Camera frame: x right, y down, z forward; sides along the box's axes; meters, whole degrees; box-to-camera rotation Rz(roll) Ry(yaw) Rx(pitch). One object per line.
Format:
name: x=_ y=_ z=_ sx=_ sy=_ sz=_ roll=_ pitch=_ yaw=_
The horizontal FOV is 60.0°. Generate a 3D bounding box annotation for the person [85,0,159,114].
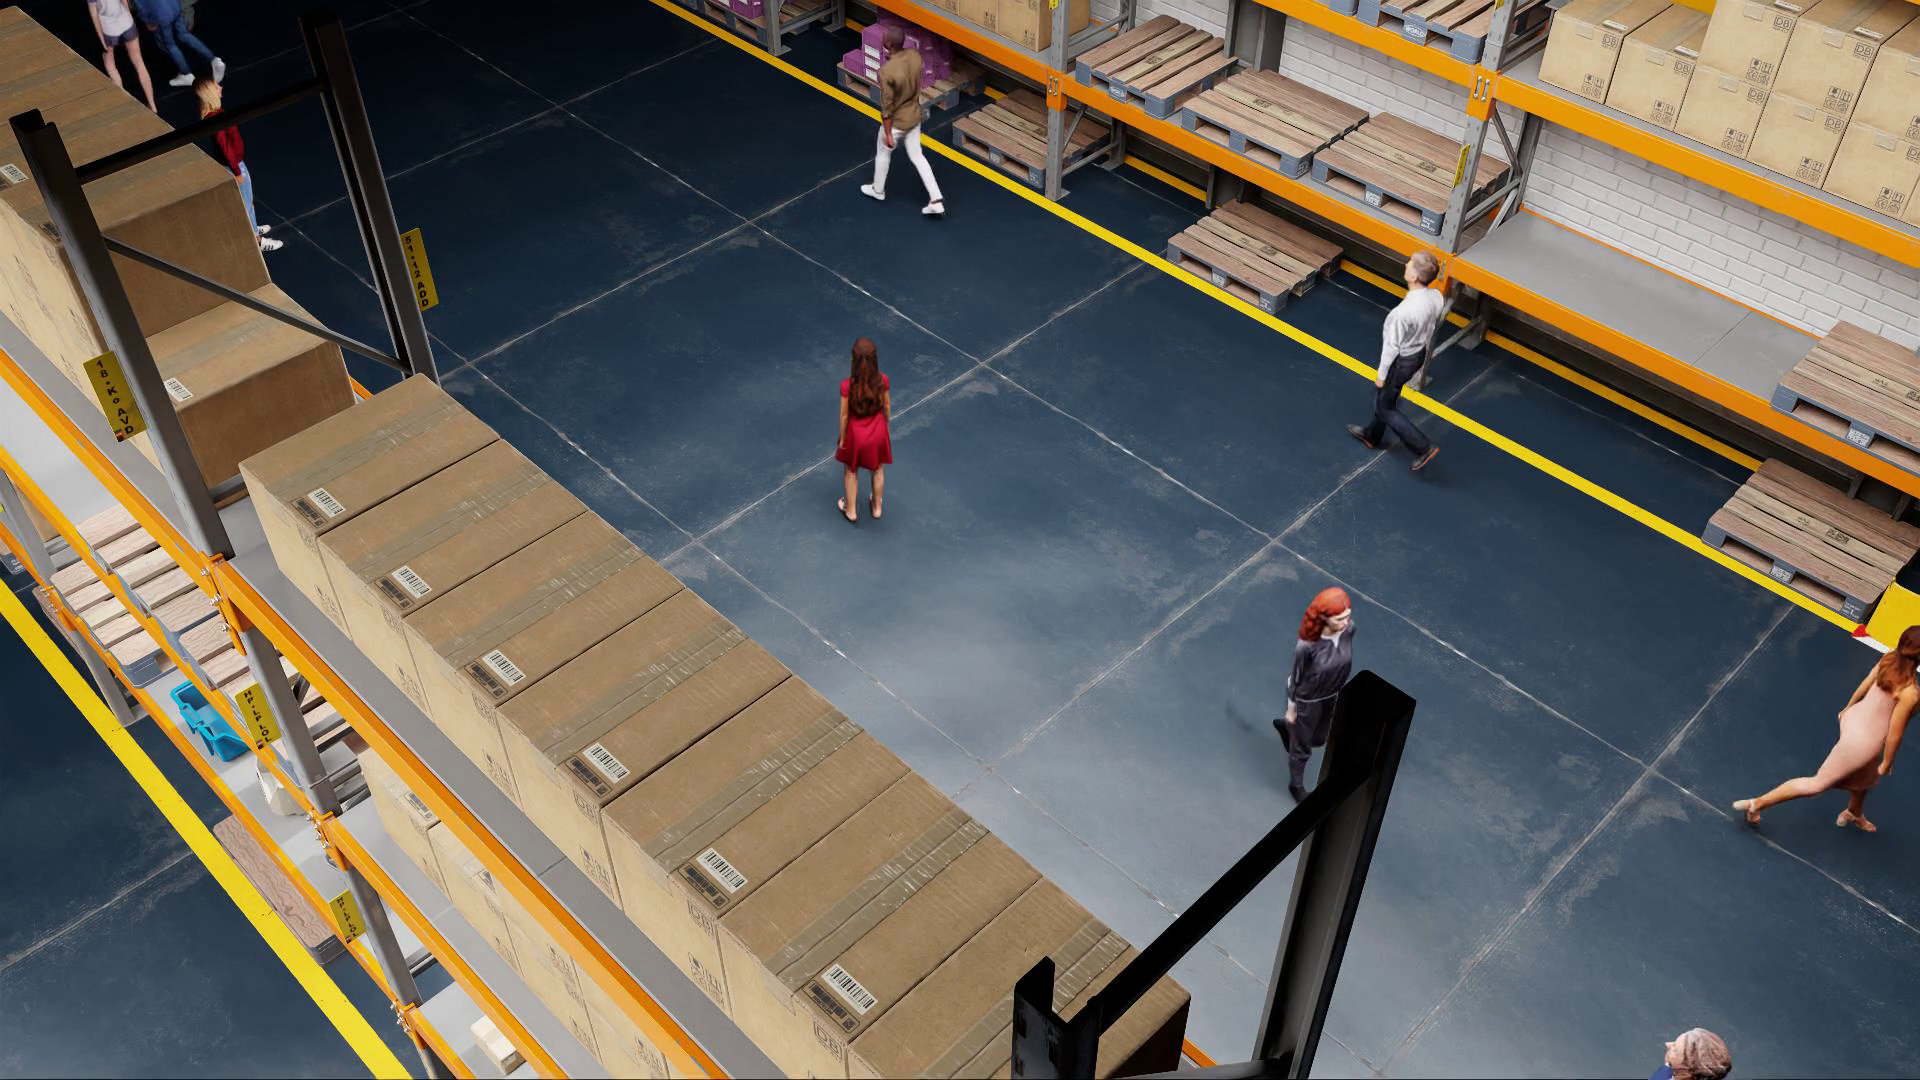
person: x=-8.125 y=-4.923 z=16.100 sx=0.584 sy=1.754 sz=0.682 roll=-35 pitch=53 yaw=-31

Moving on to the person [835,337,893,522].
person: x=-0.675 y=-0.769 z=11.888 sx=0.685 sy=1.549 sz=0.731 roll=-15 pitch=46 yaw=-15

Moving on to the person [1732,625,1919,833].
person: x=5.155 y=1.150 z=9.696 sx=1.196 sy=1.795 sz=1.024 roll=7 pitch=44 yaw=8

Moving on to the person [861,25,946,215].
person: x=-0.450 y=-3.690 z=14.779 sx=1.147 sy=1.791 sz=0.725 roll=33 pitch=53 yaw=30

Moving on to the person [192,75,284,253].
person: x=-6.334 y=-3.283 z=14.465 sx=0.705 sy=1.635 sz=0.533 roll=-24 pitch=49 yaw=-23

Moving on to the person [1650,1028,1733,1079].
person: x=3.293 y=2.903 z=7.814 sx=0.843 sy=1.853 sz=0.747 roll=25 pitch=49 yaw=24

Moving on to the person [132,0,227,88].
person: x=-7.822 y=-5.231 z=16.416 sx=1.107 sy=1.764 sz=1.027 roll=8 pitch=44 yaw=9

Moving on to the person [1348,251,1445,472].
person: x=3.306 y=-1.281 z=12.244 sx=0.637 sy=1.800 sz=1.009 roll=-34 pitch=53 yaw=-30

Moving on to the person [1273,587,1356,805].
person: x=2.065 y=0.888 z=9.992 sx=0.718 sy=1.765 sz=0.876 roll=-20 pitch=47 yaw=-20
